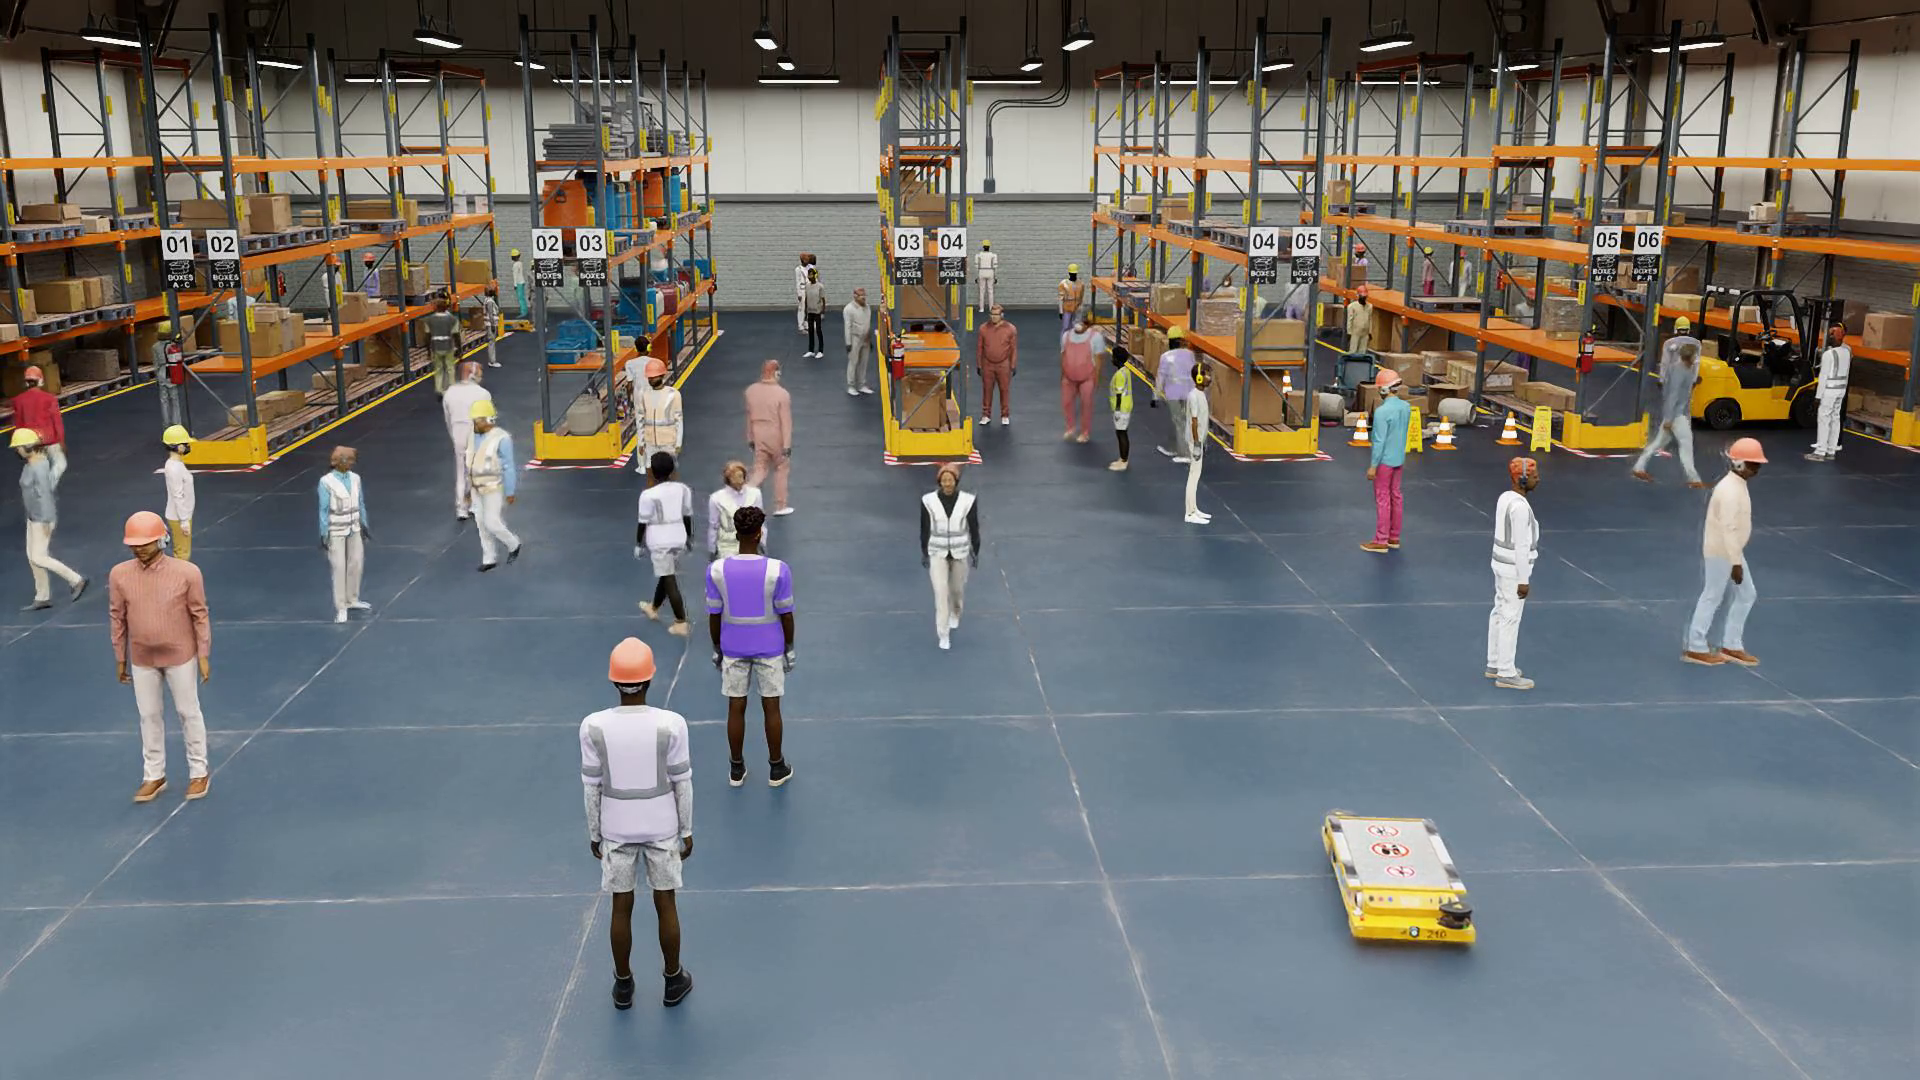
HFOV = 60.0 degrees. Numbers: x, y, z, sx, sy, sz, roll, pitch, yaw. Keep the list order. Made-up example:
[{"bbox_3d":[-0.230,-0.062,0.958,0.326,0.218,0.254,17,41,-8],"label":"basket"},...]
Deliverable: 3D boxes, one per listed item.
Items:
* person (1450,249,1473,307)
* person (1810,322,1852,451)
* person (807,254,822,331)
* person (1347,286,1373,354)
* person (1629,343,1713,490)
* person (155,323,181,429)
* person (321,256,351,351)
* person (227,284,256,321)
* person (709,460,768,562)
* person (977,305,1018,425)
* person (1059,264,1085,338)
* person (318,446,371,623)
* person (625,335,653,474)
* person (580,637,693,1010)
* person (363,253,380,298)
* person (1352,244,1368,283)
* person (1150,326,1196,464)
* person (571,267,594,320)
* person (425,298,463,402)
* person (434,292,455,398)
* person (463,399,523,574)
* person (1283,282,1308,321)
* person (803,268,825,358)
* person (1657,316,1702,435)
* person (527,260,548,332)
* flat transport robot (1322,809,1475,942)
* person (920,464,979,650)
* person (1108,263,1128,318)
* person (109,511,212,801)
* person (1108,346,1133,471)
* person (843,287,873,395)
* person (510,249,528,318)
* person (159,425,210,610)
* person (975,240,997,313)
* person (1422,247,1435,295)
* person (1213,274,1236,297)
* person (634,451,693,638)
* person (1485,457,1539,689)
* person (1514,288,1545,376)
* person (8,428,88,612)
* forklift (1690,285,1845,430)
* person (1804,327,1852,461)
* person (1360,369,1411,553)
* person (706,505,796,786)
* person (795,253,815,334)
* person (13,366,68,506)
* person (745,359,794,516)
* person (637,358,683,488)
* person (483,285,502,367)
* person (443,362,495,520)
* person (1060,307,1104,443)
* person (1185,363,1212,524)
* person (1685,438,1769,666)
[{"bbox_3d":[13.137,-6.774,43.613,0.567,1.731,0.597,6,14,22],"label":"person"},{"bbox_3d":[12.638,-2.216,24.057,0.328,1.861,0.506,-1,13,-6],"label":"person"},{"bbox_3d":[-3.554,-5.908,39.724,0.429,1.842,0.633,-9,16,-34],"label":"person"},{"bbox_3d":[7.619,-3.961,31.659,0.572,1.750,0.330,-6,14,-22],"label":"person"},{"bbox_3d":[9.209,-1.613,21.455,1.028,1.891,0.648,7,15,27],"label":"person"},{"bbox_3d":[-11.965,-2.418,25.211,0.554,1.719,0.362,6,15,24],"label":"person"},{"bbox_3d":[-13.462,-5.107,35.896,0.377,2.045,0.605,3,14,11],"label":"person"},{"bbox_3d":[-14.097,-4.224,32.773,0.563,1.752,0.341,-13,18,-43],"label":"person"},{"bbox_3d":[-2.034,0.053,14.963,0.512,1.611,0.735,-9,16,-34],"label":"person"},{"bbox_3d":[0.577,-2.757,26.240,0.646,1.904,0.401,2,13,10],"label":"person"},{"bbox_3d":[2.371,-4.859,35.094,0.594,1.924,0.383,-6,14,-22],"label":"person"},{"bbox_3d":[-5.736,-0.063,15.449,0.347,1.617,0.599,6,14,23],"label":"person"},{"bbox_3d":[-4.230,-1.813,22.330,0.514,1.864,0.332,-4,14,-16],"label":"person"},{"bbox_3d":[-1.616,1.434,8.405,0.545,1.942,0.353,-1,13,-4],"label":"person"},{"bbox_3d":[-13.590,-5.653,38.428,0.551,1.942,0.345,9,16,35],"label":"person"},{"bbox_3d":[9.733,-6.199,40.559,0.409,2.035,0.601,-1,13,-4],"label":"person"},{"bbox_3d":[2.935,-2.037,23.212,0.602,1.885,0.920,-9,16,-33],"label":"person"},{"bbox_3d":[-8.879,-5.686,39.306,0.835,1.588,0.512,7,15,28],"label":"person"},{"bbox_3d":[-8.770,-3.200,28.315,0.582,1.817,0.468,-2,13,-10],"label":"person"},{"bbox_3d":[-8.967,-3.388,29.020,0.336,1.857,0.525,-12,18,-41],"label":"person"},{"bbox_3d":[-4.842,-0.555,17.098,0.597,1.818,0.460,8,16,32],"label":"person"},{"bbox_3d":[7.446,-5.165,36.817,0.546,1.735,0.701,8,15,29],"label":"person"},{"bbox_3d":[-3.039,-4.729,34.669,0.518,1.870,0.323,8,16,31],"label":"person"},{"bbox_3d":[10.828,-2.449,25.084,0.586,1.835,0.403,0,13,1],"label":"person"},{"bbox_3d":[-10.037,-5.818,39.548,0.483,1.745,0.301,0,13,-1],"label":"person"},{"bbox_3d":[2.555,1.948,9.806,0.652,0.197,1.431,1,13,5],"label":"flat transport robot"},{"bbox_3d":[-0.093,0.098,14.774,0.522,1.614,0.769,-1,13,-3],"label":"person"},{"bbox_3d":[3.944,-6.120,41.102,0.587,1.624,0.335,6,15,25],"label":"person"},{"bbox_3d":[-5.326,0.774,11.091,0.623,1.989,0.400,-1,13,-6],"label":"person"},{"bbox_3d":[2.179,-1.781,22.559,0.319,1.696,0.537,3,14,12],"label":"person"},{"bbox_3d":[-1.773,-3.533,29.521,0.403,1.906,0.652,10,17,38],"label":"person"},{"bbox_3d":[-11.385,-6.596,42.825,0.343,1.758,0.521,0,13,-1],"label":"person"},{"bbox_3d":[-7.342,-0.207,15.733,0.314,1.769,0.524,-6,15,-24],"label":"person"},{"bbox_3d":[0.698,-7.014,44.229,0.594,1.923,0.381,0,13,1],"label":"person"},{"bbox_3d":[12.295,-6.818,43.767,0.350,1.758,0.522,11,17,40],"label":"person"},{"bbox_3d":[5.746,-4.991,36.295,0.552,1.626,0.320,3,14,13],"label":"person"},{"bbox_3d":[-2.714,0.019,14.996,0.843,1.648,0.552,11,17,39],"label":"person"},{"bbox_3d":[4.503,0.260,13.505,0.356,1.883,0.574,0,13,2],"label":"person"},{"bbox_3d":[10.771,-3.899,31.449,0.582,1.720,0.486,1,13,6],"label":"person"},{"bbox_3d":[-8.678,-0.193,15.713,0.515,1.745,0.546,-12,18,-41],"label":"person"},{"bbox_3d":[12.503,-2.886,26.166,2.313,2.155,1.214,-1,13,-3],"label":"forklift"},{"bbox_3d":[12.179,-2.037,23.261,0.583,1.880,0.365,-8,15,-31],"label":"person"},{"bbox_3d":[4.618,-0.858,18.018,0.388,1.987,0.608,13,18,43],"label":"person"},{"bbox_3d":[-1.415,0.726,11.351,0.606,1.966,0.367,1,13,3],"label":"person"},{"bbox_3d":[-3.656,-5.808,39.211,0.352,1.883,0.579,6,15,25],"label":"person"},{"bbox_3d":[-11.135,-1.246,20.190,0.585,1.730,0.393,1,13,6],"label":"person"},{"bbox_3d":[-2.261,-1.182,19.607,0.659,1.885,0.648,7,15,28],"label":"person"},{"bbox_3d":[-3.501,-1.154,19.381,0.550,1.933,0.373,3,14,14],"label":"person"},{"bbox_3d":[-9.356,-4.275,33.242,0.307,1.637,0.525,-4,14,-18],"label":"person"},{"bbox_3d":[-5.711,-1.139,19.472,0.689,1.873,0.483,4,14,17],"label":"person"},{"bbox_3d":[1.781,-2.456,24.672,0.685,2.000,0.540,5,14,22],"label":"person"},{"bbox_3d":[2.797,-1.136,19.437,0.328,1.876,0.513,3,14,12],"label":"person"},{"bbox_3d":[6.488,0.126,13.874,0.715,1.968,0.657,9,16,33],"label":"person"}]
